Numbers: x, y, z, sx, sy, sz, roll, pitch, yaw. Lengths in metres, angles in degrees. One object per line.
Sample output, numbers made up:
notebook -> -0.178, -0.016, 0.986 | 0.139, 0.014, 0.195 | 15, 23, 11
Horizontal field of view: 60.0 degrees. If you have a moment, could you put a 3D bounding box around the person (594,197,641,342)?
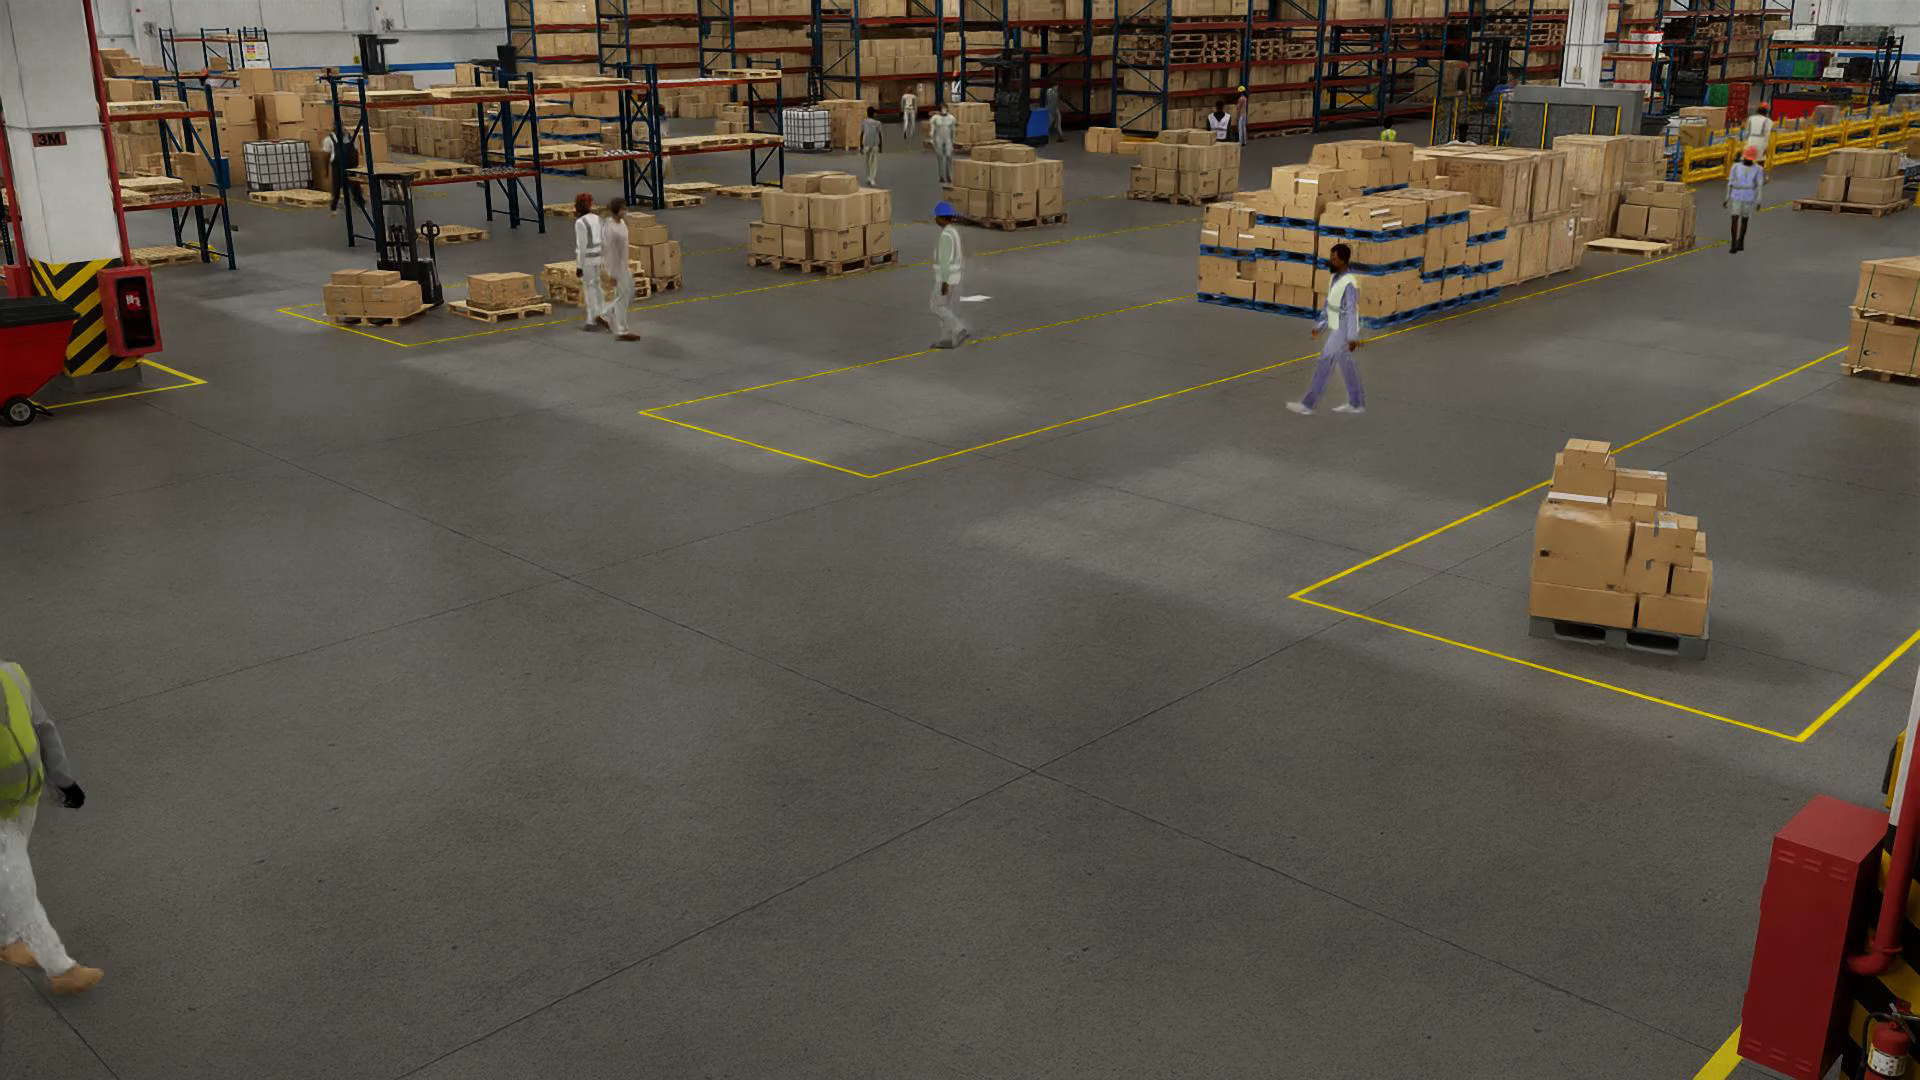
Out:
person -> -4.591, -3.595, 22.111 | 0.535, 1.921, 0.651 | 0, 18, 0

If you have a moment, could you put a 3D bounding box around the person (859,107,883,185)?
person -> -2.140, -9.481, 40.016 | 0.554, 1.810, 0.994 | 0, 18, 1

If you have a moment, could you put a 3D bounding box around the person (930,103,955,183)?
person -> -0.388, -9.562, 40.088 | 0.651, 1.915, 0.719 | -4, 19, -13

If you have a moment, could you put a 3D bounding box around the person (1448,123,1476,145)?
person -> 10.026, -7.369, 33.411 | 0.607, 1.966, 0.367 | 5, 19, 15

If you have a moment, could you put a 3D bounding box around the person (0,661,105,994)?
person -> -4.371, 1.237, 7.740 | 0.894, 1.807, 0.628 | 4, 19, 12

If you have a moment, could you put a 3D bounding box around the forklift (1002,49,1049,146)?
forklift -> 1.678, -13.089, 49.216 | 1.129, 2.768, 1.873 | 17, 25, 41

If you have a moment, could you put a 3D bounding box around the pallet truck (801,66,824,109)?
pallet truck -> -4.812, -15.182, 56.903 | 0.823, 1.965, 1.885 | -9, 21, -26

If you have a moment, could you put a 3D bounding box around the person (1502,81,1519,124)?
person -> 16.805, -12.964, 50.421 | 0.981, 1.859, 0.675 | -15, 24, -39

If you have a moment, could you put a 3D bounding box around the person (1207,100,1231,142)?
person -> 6.365, -9.861, 41.019 | 0.610, 1.907, 0.418 | 2, 18, 6

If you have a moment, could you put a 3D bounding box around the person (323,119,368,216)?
person -> -12.860, -7.803, 34.603 | 0.868, 2.000, 0.581 | -14, 23, -36

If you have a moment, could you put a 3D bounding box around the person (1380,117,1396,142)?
person -> 9.901, -8.965, 38.642 | 0.318, 1.697, 0.535 | 17, 25, 41

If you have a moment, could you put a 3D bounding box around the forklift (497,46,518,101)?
forklift -> -14.008, -13.933, 51.760 | 1.873, 2.768, 1.129 | -11, 21, -29

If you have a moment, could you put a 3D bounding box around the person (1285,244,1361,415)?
person -> 4.051, -2.305, 18.298 | 0.953, 1.878, 0.599 | 1, 18, 2

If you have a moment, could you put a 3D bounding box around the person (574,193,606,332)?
person -> -5.083, -3.799, 22.794 | 0.366, 1.882, 0.597 | 5, 19, 15

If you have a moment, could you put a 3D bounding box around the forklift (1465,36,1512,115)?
forklift -> 19.973, -17.201, 61.605 | 1.873, 2.768, 1.129 | 16, 24, 40

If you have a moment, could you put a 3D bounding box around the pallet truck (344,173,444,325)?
pallet truck -> -8.209, -4.181, 23.757 | 0.823, 1.965, 1.885 | 3, 19, 9

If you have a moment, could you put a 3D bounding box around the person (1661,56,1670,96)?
person -> 29.984, -19.665, 70.772 | 0.315, 1.767, 0.535 | -3, 19, -9

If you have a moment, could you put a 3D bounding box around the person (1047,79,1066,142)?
person -> 2.787, -13.134, 50.903 | 0.867, 1.897, 0.646 | 10, 21, 28

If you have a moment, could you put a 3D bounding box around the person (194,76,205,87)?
person -> -25.835, -14.985, 56.798 | 0.540, 1.675, 0.369 | -4, 19, -12

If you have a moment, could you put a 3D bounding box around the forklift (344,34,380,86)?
forklift -> -23.141, -18.403, 65.227 | 1.129, 2.768, 1.873 | 17, 25, 41

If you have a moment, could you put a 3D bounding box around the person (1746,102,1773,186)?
person -> 18.866, -9.333, 39.292 | 1.091, 1.977, 0.620 | -14, 23, -37

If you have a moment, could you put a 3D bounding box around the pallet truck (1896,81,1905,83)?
pallet truck -> 34.802, -16.331, 61.455 | 0.653, 1.274, 1.630 | 17, 25, 41

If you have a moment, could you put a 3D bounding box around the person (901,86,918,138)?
person -> -1.597, -13.434, 52.239 | 0.522, 1.620, 0.675 | 2, 18, 6

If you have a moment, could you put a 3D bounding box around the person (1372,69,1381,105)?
person -> 15.845, -17.025, 63.040 | 0.526, 1.618, 0.367 | -4, 19, -13

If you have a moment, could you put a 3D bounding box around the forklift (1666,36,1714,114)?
forklift -> 27.341, -17.291, 61.877 | 1.129, 2.768, 1.873 | 17, 25, 41

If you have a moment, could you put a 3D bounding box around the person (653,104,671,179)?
person -> -7.366, -9.806, 40.972 | 0.441, 1.823, 0.628 | -7, 20, -20

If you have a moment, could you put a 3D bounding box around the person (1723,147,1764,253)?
person -> 13.936, -6.044, 29.577 | 0.595, 1.860, 0.990 | 7, 20, 20

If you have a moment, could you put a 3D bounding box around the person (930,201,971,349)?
person -> -0.155, -3.402, 21.510 | 0.471, 1.929, 0.636 | 3, 19, 9

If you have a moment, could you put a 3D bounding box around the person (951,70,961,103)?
person -> -0.109, -14.607, 55.257 | 0.552, 1.942, 0.342 | 17, 25, 41

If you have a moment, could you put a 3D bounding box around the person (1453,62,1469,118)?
person -> 18.361, -16.398, 60.613 | 0.706, 1.971, 0.632 | 5, 19, 14

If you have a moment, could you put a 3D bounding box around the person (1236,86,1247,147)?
person -> 8.371, -12.627, 49.584 | 0.339, 1.757, 0.518 | 11, 21, 30

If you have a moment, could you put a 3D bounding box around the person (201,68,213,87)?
person -> -26.039, -15.431, 57.831 | 0.547, 1.892, 0.760 | 16, 24, 40
